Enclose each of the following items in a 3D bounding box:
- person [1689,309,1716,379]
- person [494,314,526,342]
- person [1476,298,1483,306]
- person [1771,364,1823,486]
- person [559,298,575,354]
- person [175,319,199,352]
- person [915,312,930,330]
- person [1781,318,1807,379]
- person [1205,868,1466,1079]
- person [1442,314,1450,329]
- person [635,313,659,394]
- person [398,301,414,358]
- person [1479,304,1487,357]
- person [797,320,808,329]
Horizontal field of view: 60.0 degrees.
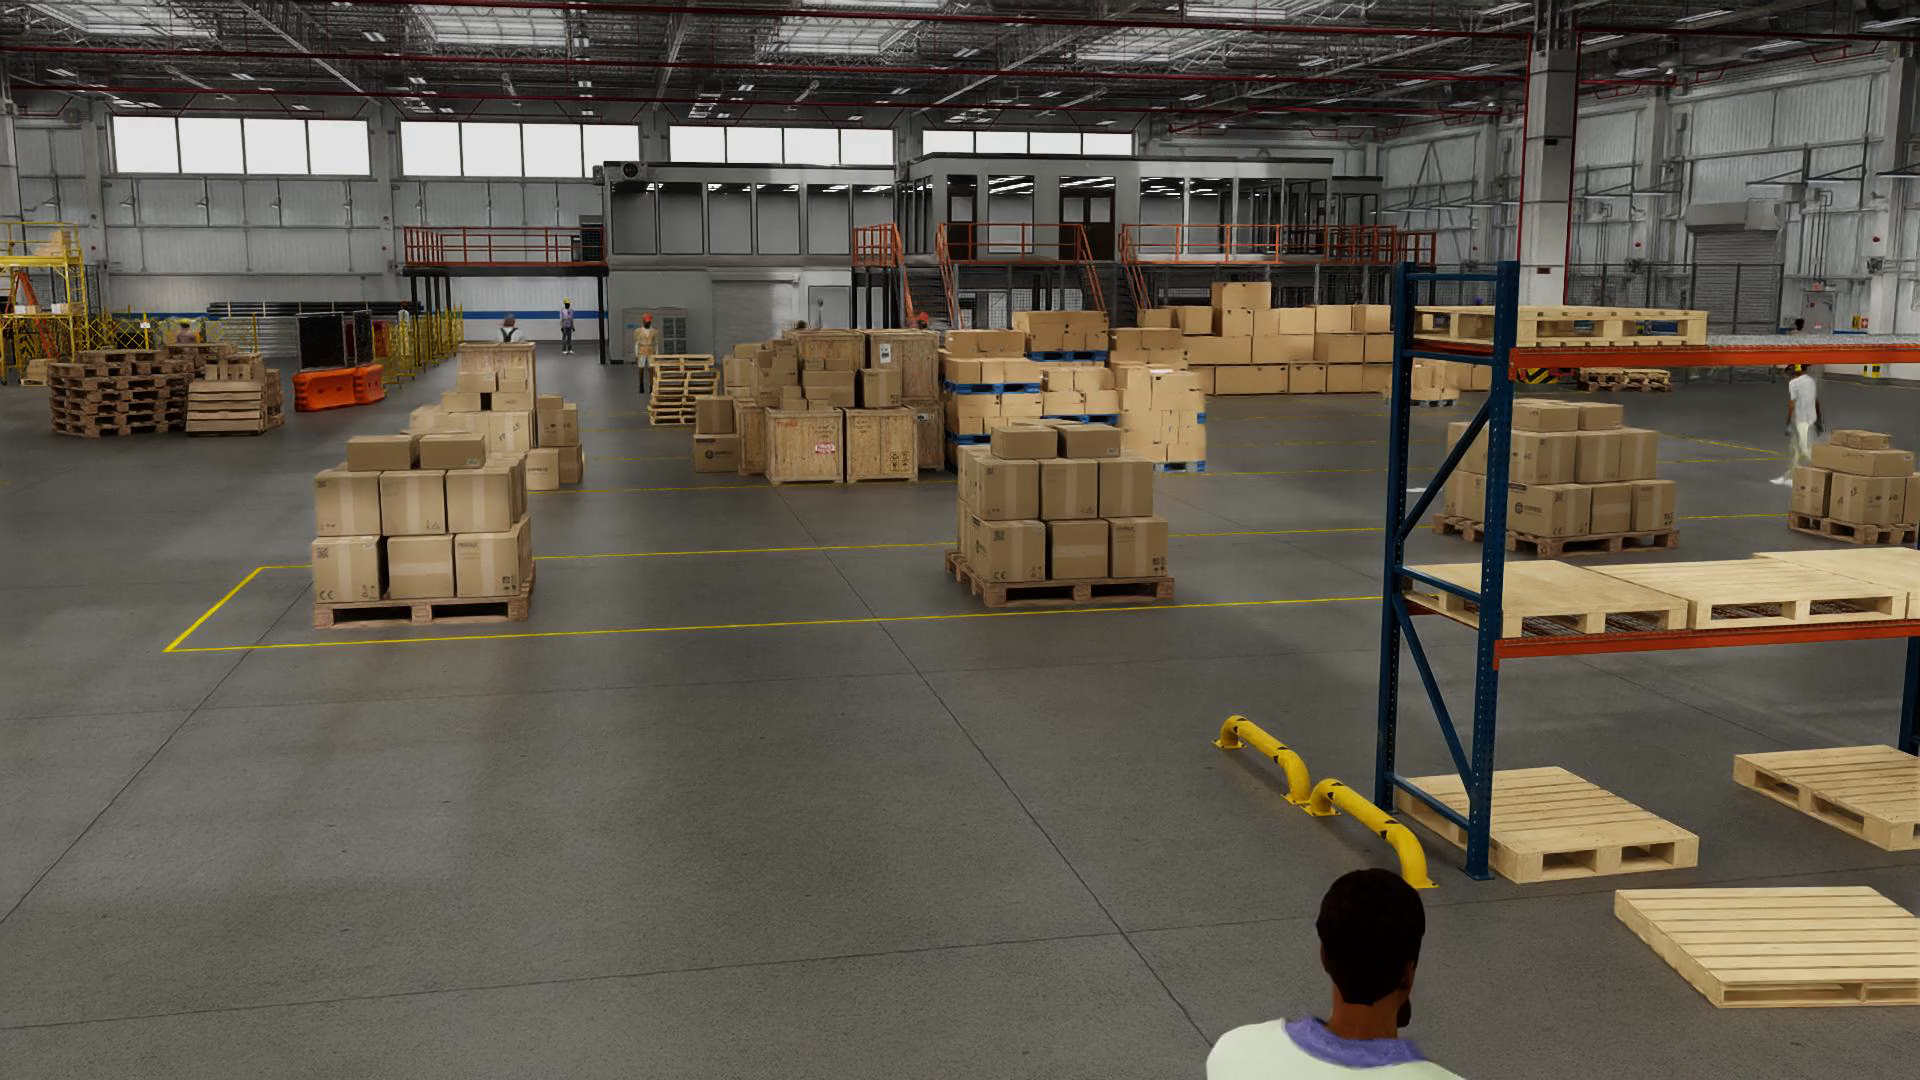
[{"bbox_3d":[19.908,-5.251,44.652,0.682,1.886,0.587,-1,9,-6],"label":"person"},{"bbox_3d":[-9.924,-4.041,36.811,0.684,2.000,1.036,1,9,5],"label":"person"},{"bbox_3d":[18.311,-7.597,58.795,0.617,1.931,0.425,-1,9,-3],"label":"person"},{"bbox_3d":[11.524,-1.603,22.611,0.539,1.831,0.896,-5,11,-30],"label":"person"},{"bbox_3d":[-13.694,-7.461,57.988,0.356,1.930,0.589,7,12,36],"label":"person"},{"bbox_3d":[-19.240,-4.651,41.505,0.532,1.724,0.900,0,9,-1],"label":"person"},{"bbox_3d":[-0.783,-3.912,36.056,0.653,2.025,0.579,-7,12,-38],"label":"person"},{"bbox_3d":[22.089,-5.038,44.003,0.527,1.668,0.721,-4,10,-24],"label":"person"},{"bbox_3d":[0.718,1.555,3.118,0.588,1.908,0.392,7,12,38],"label":"person"},{"bbox_3d":[14.503,-6.032,49.905,0.865,1.733,0.534,7,11,35],"label":"person"},{"bbox_3d":[-7.425,-4.419,39.440,0.553,1.936,0.370,-3,10,-18],"label":"person"},{"bbox_3d":[-18.387,-6.969,55.133,0.587,1.882,0.342,8,12,41],"label":"person"},{"bbox_3d":[14.317,-5.469,45.646,0.387,1.996,0.611,0,9,-1],"label":"person"},{"bbox_3d":[-3.279,-3.682,35.115,1.035,1.881,0.640,-2,10,-14],"label":"person"}]
